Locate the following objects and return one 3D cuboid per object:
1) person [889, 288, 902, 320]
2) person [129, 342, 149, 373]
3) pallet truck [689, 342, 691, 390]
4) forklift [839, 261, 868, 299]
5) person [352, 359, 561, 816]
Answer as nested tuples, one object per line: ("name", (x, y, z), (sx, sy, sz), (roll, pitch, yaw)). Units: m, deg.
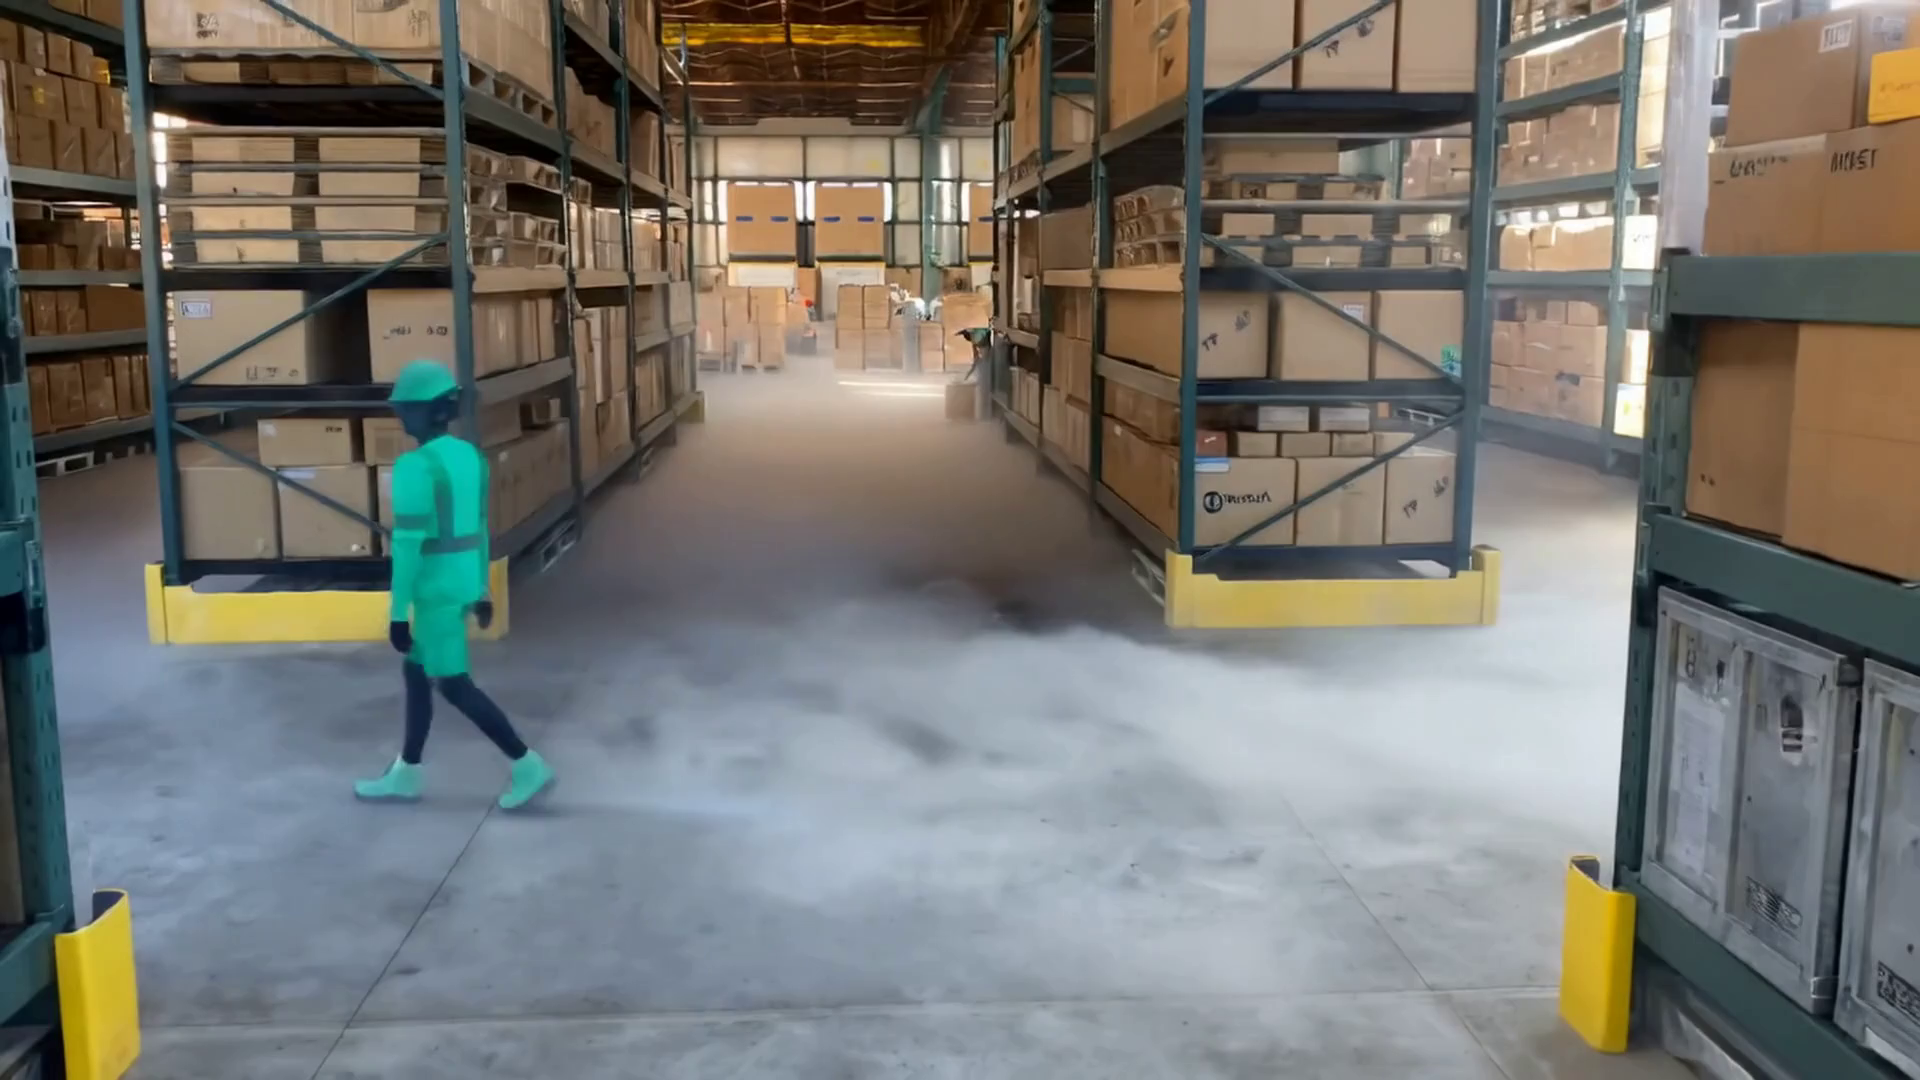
("person", (-2.312, -7.829, 57.981), (0.634, 1.930, 0.384), (3, 10, 19))
("person", (-13.654, -3.087, 27.980), (0.625, 1.992, 0.389), (-1, 9, -8))
("pallet truck", (-5.225, -3.008, 27.480), (1.885, 1.965, 0.823), (2, 9, 14))
("forklift", (-3.639, -8.143, 56.963), (1.129, 2.768, 1.873), (3, 10, 20))
("person", (-2.214, 0.215, 7.241), (1.003, 2.005, 0.619), (2, 9, 10))
